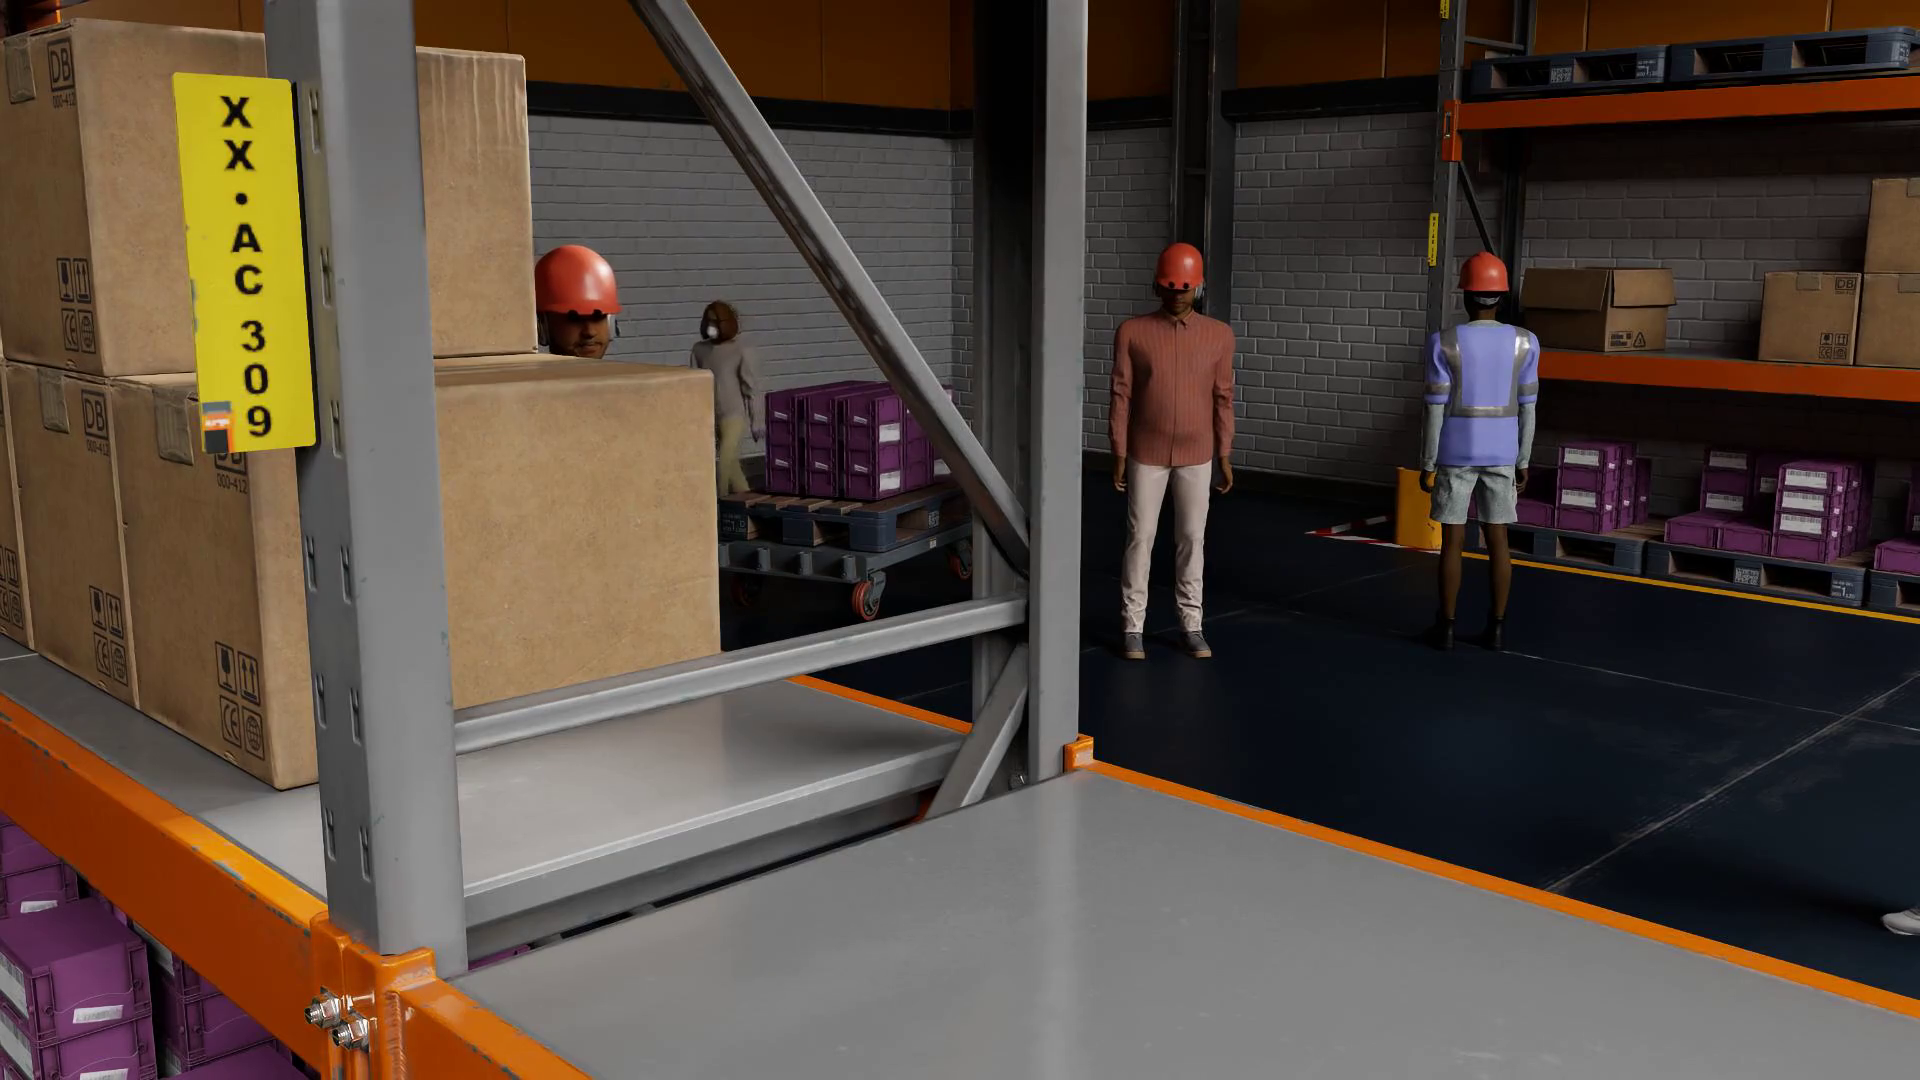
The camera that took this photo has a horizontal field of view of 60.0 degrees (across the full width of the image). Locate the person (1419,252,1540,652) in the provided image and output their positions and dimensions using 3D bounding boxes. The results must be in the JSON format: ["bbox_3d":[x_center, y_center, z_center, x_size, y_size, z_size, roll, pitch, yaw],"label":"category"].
[{"bbox_3d":[2.500,-0.415,8.077,0.545,1.942,0.354,0,10,2],"label":"person"}]

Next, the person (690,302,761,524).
[{"bbox_3d":[-1.600,-0.781,11.042,0.504,1.586,0.861,7,12,33],"label":"person"}]

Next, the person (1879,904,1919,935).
[{"bbox_3d":[2.919,0.245,4.544,0.389,1.918,0.590,-2,11,-10],"label":"person"}]

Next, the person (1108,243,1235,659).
[{"bbox_3d":[1.013,-0.411,7.937,0.611,1.985,0.393,-1,10,-4],"label":"person"}]

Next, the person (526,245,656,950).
[{"bbox_3d":[-1.048,0.190,4.633,0.616,1.993,0.395,-9,14,-41],"label":"person"}]
